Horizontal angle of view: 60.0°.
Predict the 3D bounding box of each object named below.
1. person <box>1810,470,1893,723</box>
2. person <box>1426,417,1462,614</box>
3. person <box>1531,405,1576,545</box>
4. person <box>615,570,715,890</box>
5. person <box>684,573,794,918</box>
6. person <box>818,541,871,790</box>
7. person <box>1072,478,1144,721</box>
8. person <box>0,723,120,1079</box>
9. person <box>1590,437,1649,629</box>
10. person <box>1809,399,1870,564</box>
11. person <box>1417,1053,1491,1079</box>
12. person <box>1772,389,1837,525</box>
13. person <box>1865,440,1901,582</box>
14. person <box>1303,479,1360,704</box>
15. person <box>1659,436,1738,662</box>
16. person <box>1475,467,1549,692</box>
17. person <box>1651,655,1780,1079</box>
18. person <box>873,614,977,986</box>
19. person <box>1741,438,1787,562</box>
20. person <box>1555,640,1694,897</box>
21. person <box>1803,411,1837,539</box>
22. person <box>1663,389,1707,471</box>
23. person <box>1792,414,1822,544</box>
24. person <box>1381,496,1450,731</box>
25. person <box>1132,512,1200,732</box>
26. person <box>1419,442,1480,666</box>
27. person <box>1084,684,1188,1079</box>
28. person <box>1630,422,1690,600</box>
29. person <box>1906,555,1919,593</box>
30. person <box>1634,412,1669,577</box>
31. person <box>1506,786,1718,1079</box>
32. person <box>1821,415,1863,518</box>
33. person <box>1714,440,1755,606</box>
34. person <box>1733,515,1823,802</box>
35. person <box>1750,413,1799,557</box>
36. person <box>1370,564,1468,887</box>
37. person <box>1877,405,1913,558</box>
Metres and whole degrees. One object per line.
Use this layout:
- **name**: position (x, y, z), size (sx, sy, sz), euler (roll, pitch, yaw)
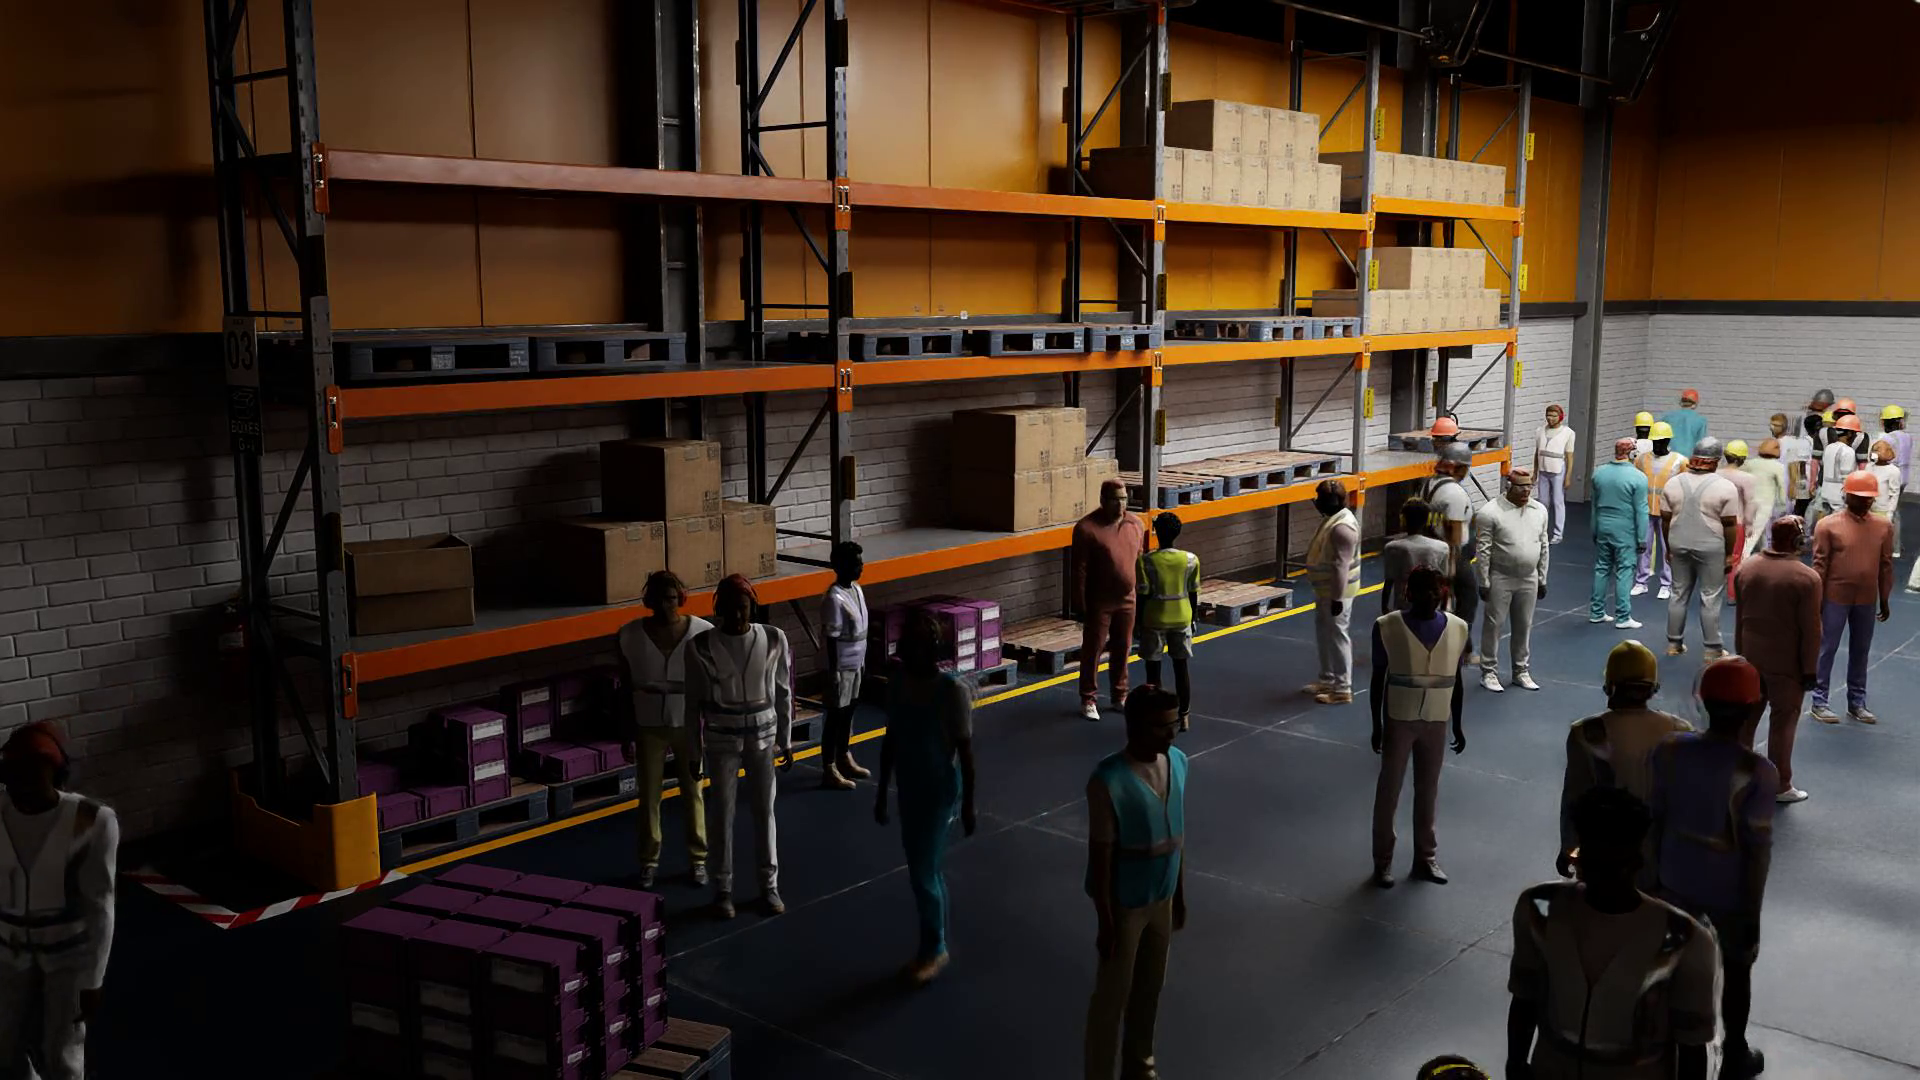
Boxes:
- **person**: position (6.920, 0.443, 12.909), size (0.614, 1.987, 0.408), euler (0, 9, -1)
- **person**: position (4.949, -0.237, 17.098), size (0.370, 2.044, 0.608), euler (3, 9, 17)
- **person**: position (7.766, -0.856, 21.766), size (0.396, 1.836, 0.561), euler (-6, 11, -34)
- **person**: position (-1.647, 1.062, 9.408), size (0.565, 1.836, 0.391), euler (-2, 9, -10)
- **person**: position (-1.192, 1.104, 8.987), size (0.584, 1.879, 0.363), euler (-3, 9, -19)
- **person**: position (-0.788, 0.840, 11.293), size (0.319, 1.691, 0.536), euler (3, 9, 17)
- **person**: position (1.191, 0.460, 13.047), size (0.651, 1.904, 0.403), euler (-4, 10, -26)
- **person**: position (-3.385, 1.551, 6.181), size (0.613, 1.845, 0.521), euler (-1, 9, -7)
- **person**: position (6.562, -0.072, 16.518), size (0.398, 1.899, 0.649), euler (-5, 10, -28)
- **person**: position (10.599, -0.691, 20.082), size (0.613, 2.031, 0.410), euler (5, 10, 29)
- **person**: position (0.991, 1.995, 3.365), size (0.538, 1.830, 0.571), euler (-2, 9, -12)
- **person**: position (11.445, -1.049, 22.342), size (0.733, 2.000, 0.684), euler (-1, 9, -9)
- **person**: position (10.459, -0.325, 18.975), size (0.278, 1.634, 0.498), euler (-2, 9, -16)
- **person**: position (3.035, 0.415, 13.585), size (0.431, 1.833, 0.629), euler (0, 9, 0)
- **person**: position (6.741, 0.071, 15.121), size (0.536, 2.000, 0.682), euler (-7, 11, -39)
- **person**: position (4.630, 0.328, 13.923), size (0.644, 1.900, 0.399), euler (-2, 9, -12)
- **person**: position (3.076, 1.420, 6.902), size (0.928, 1.908, 0.545), euler (-7, 11, -37)
- **person**: position (-0.215, 1.265, 8.095), size (0.525, 1.826, 0.538), euler (8, 12, 40)
- **person**: position (9.525, -0.425, 19.790), size (0.871, 1.584, 0.501), euler (-5, 10, -29)
- **person**: position (2.982, 1.355, 7.507), size (0.593, 1.833, 0.404), euler (0, 9, -3)
- **person**: position (11.409, -0.839, 21.989), size (0.492, 1.731, 0.324), euler (4, 10, 23)
- **person**: position (10.187, -1.166, 23.554), size (0.615, 1.924, 1.055), euler (8, 12, 43)
- **person**: position (11.171, -0.809, 21.897), size (0.321, 1.697, 0.529), euler (9, 12, 44)
- **person**: position (3.356, 0.593, 12.372), size (0.564, 1.856, 0.591), euler (1, 9, 4)
- **person**: position (1.557, 0.630, 12.620), size (0.541, 1.695, 0.316), euler (-2, 9, -15)
- **person**: position (4.434, 0.105, 14.899), size (0.749, 2.000, 0.710), euler (-2, 9, -12)
- **person**: position (0.706, 1.472, 6.767), size (0.386, 1.834, 0.561), euler (8, 12, 42)
- **person**: position (7.550, -0.319, 17.999), size (0.594, 1.924, 0.383), euler (8, 12, 43)
- **person**: position (10.816, -0.218, 18.062), size (0.885, 1.700, 0.595), euler (3, 9, 20)
- **person**: position (7.900, -0.525, 19.335), size (0.594, 1.922, 0.386), euler (2, 9, 11)
- **person**: position (1.937, 1.681, 5.021), size (0.605, 1.957, 0.391), euler (8, 12, 42)
- **person**: position (10.035, -0.465, 18.957), size (0.389, 1.925, 0.549), euler (0, 9, 2)
- **person**: position (8.173, -0.184, 17.653), size (0.325, 1.767, 0.533), euler (-6, 11, -36)
- **person**: position (5.438, 0.775, 11.061), size (0.398, 1.900, 0.641), euler (-4, 10, -23)
- **person**: position (10.151, -0.673, 20.606), size (0.643, 1.827, 0.517), euler (-4, 10, -22)
- **person**: position (2.602, 1.040, 9.491), size (0.563, 1.847, 0.393), euler (-1, 9, -7)
- **person**: position (11.493, -0.708, 20.566), size (0.591, 1.912, 0.399), euler (-6, 11, -34)
